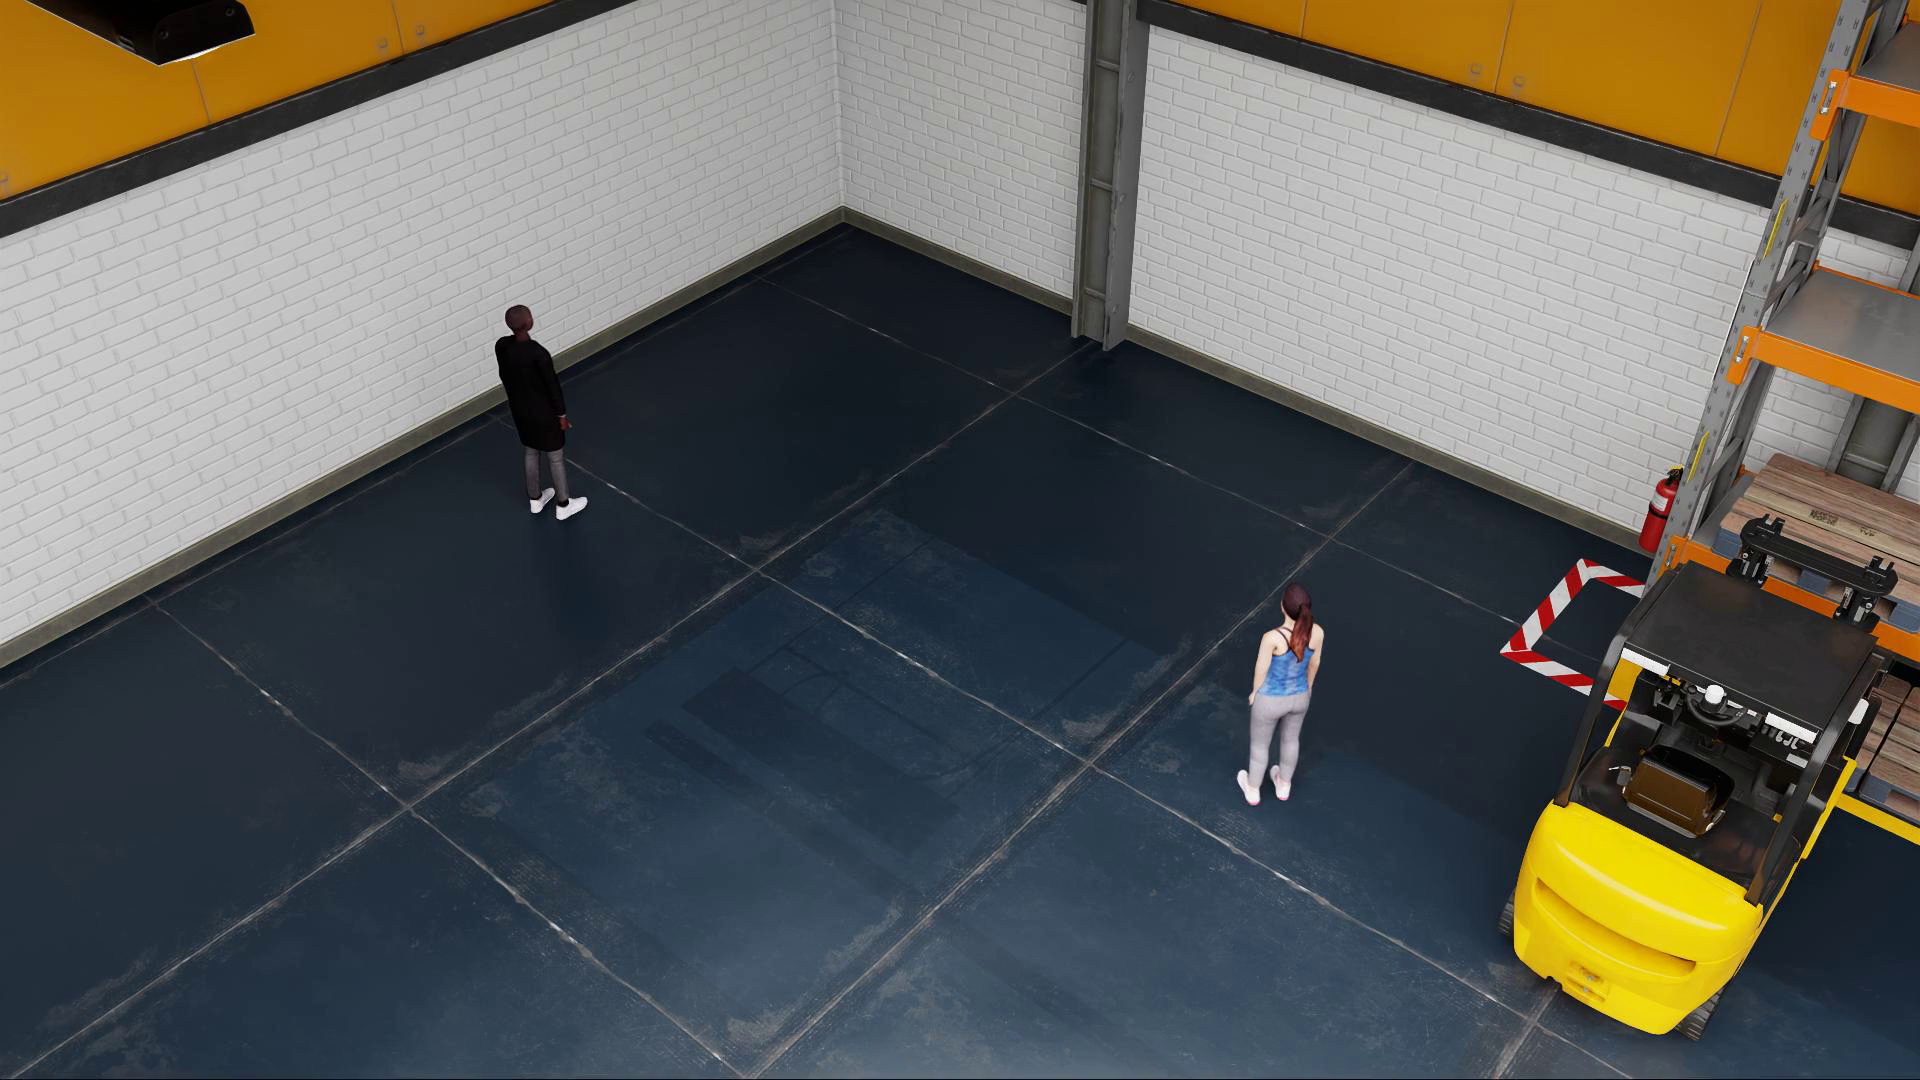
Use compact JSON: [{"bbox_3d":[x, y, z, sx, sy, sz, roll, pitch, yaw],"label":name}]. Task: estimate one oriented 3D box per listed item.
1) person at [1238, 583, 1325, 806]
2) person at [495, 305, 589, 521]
[{"bbox_3d":[1.909,0.929,9.871,0.637,1.608,0.670,-10,40,-13],"label":"person"},{"bbox_3d":[-3.084,-0.932,12.078,0.584,1.762,0.763,16,41,19],"label":"person"}]
